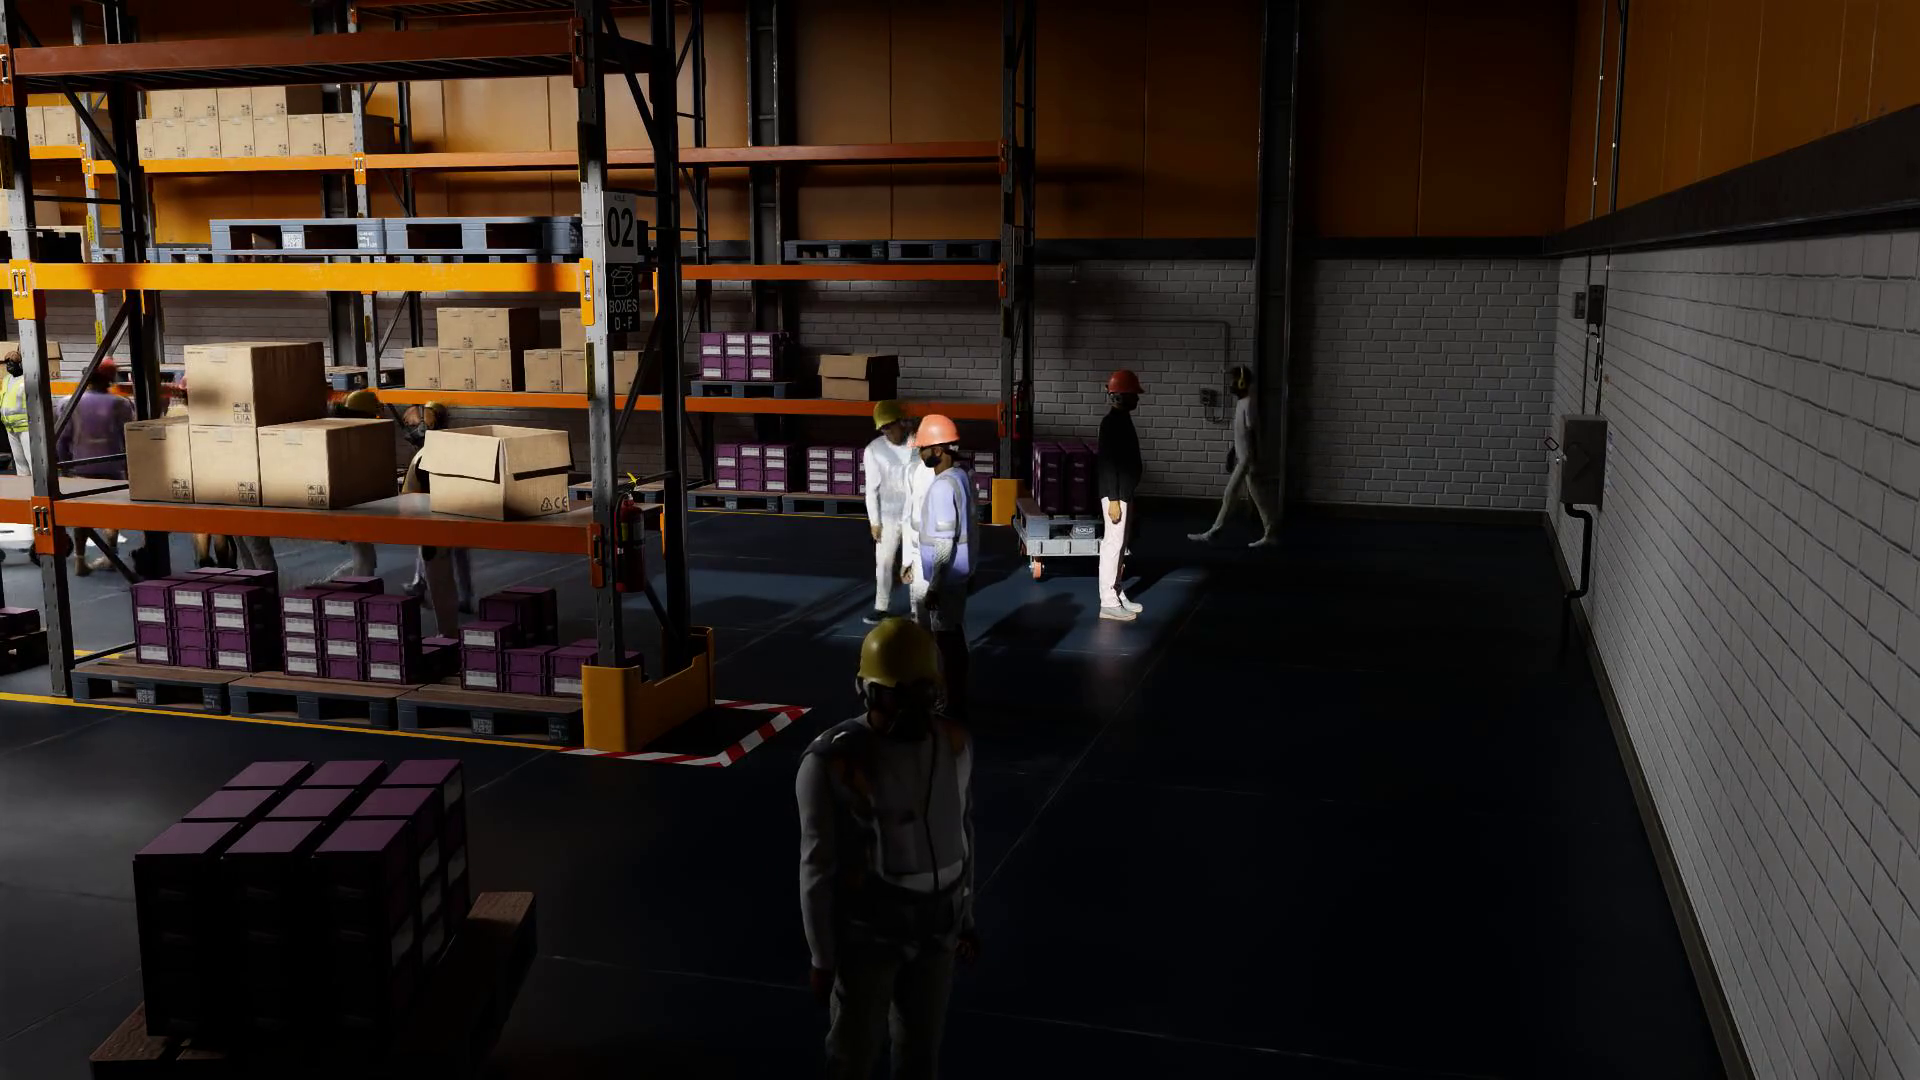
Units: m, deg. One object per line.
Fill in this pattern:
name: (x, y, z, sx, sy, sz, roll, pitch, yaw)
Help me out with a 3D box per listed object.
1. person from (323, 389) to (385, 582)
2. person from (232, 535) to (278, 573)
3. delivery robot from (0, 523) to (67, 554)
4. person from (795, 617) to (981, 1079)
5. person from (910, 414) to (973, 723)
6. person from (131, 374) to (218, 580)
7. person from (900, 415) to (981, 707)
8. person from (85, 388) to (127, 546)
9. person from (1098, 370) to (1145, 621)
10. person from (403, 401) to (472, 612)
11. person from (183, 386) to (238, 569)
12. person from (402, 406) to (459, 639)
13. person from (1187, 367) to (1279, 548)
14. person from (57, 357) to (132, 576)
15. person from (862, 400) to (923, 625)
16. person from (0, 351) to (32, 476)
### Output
person: (-4.693, -0.212, 12.739, 0.718, 1.895, 0.606, 1, 9, 6)
person: (-5.651, -0.306, 13.171, 0.627, 1.934, 0.370, 9, 13, 44)
delivery robot: (-8.834, -0.077, 15.676, 0.707, 0.478, 0.477, -2, 10, -15)
person: (-0.180, 1.117, 4.801, 0.593, 1.832, 0.403, -7, 11, -35)
person: (-0.114, 0.204, 10.051, 0.369, 1.936, 0.543, 2, 9, 11)
person: (-6.944, -0.554, 14.813, 0.585, 1.897, 0.815, 6, 11, 32)
person: (-0.128, 0.137, 10.648, 0.582, 1.879, 0.352, 7, 11, 35)
person: (-8.712, -0.817, 16.859, 0.319, 1.743, 0.488, 7, 12, 36)
person: (1.288, -0.365, 13.338, 0.381, 1.994, 0.621, 3, 10, 17)
person: (-4.290, -0.283, 13.677, 0.551, 1.713, 0.912, -9, 13, -44)
person: (-6.527, -0.526, 14.498, 0.356, 1.939, 0.543, -1, 9, -5)
person: (-3.782, -0.047, 11.915, 0.430, 1.835, 0.621, -2, 10, -15)
person: (2.761, -0.811, 16.587, 0.960, 1.818, 0.539, 1, 9, 6)
person: (-7.913, -0.676, 15.268, 0.618, 2.001, 0.455, -5, 11, -28)
person: (-0.426, -0.204, 13.016, 0.650, 1.787, 0.406, -3, 10, -18)
person: (-11.063, -1.315, 19.639, 0.625, 1.837, 0.428, 5, 11, 29)
